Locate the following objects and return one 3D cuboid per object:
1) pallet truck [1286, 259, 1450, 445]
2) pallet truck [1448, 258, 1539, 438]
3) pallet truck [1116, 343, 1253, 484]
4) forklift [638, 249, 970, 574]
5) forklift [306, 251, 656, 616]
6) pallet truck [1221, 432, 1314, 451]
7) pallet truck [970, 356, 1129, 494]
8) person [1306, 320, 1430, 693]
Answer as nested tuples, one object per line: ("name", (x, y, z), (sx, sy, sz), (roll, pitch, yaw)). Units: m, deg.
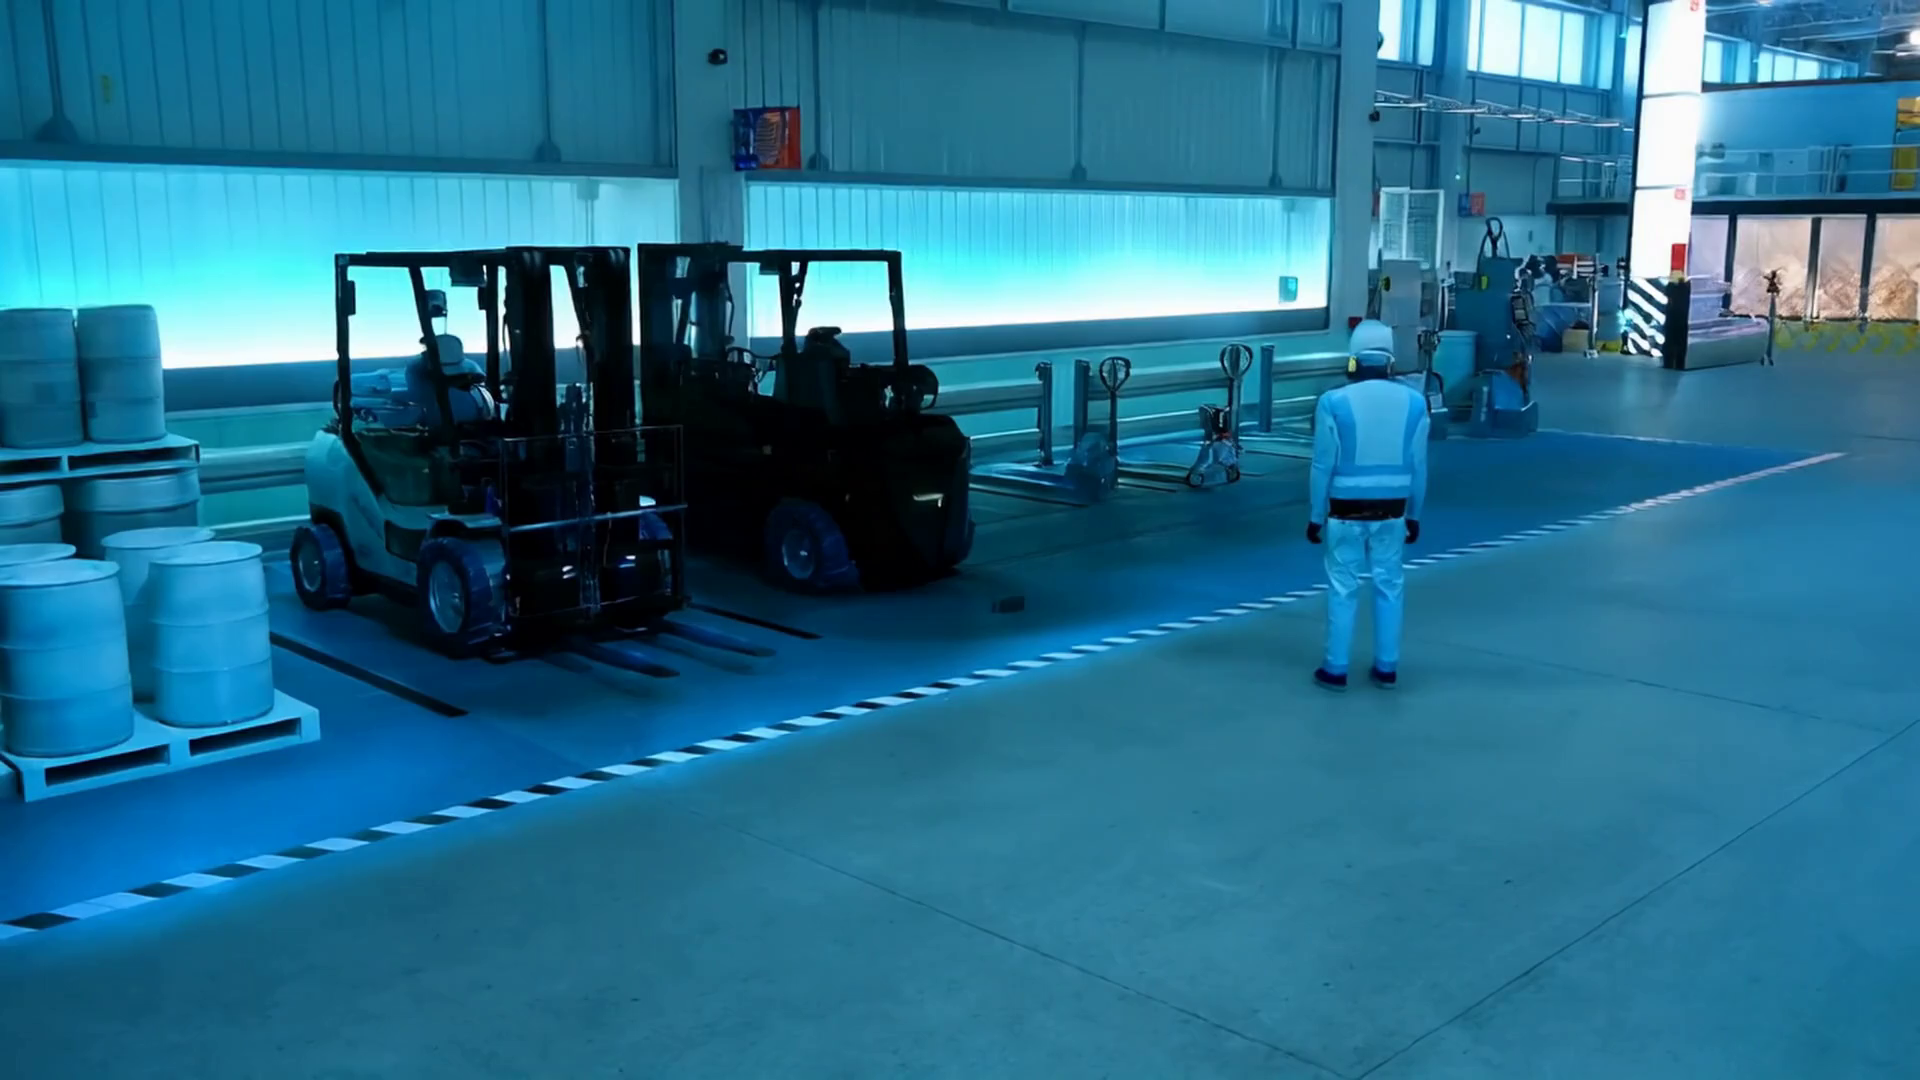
("pallet truck", (4.493, -2.078, 18.196), (0.823, 1.965, 1.885), (-9, 14, -40))
("pallet truck", (5.704, -2.208, 18.901), (1.885, 1.965, 0.823), (10, 14, 43))
("pallet truck", (1.962, -1.215, 15.415), (1.522, 1.261, 0.704), (10, 14, 43))
("forklift", (-1.173, -0.958, 11.239), (2.680, 1.987, 1.157), (10, 14, 43))
("forklift", (-2.833, -0.669, 9.694), (1.157, 1.987, 2.680), (-10, 14, -44))
("pallet truck", (3.563, -1.581, 17.381), (0.653, 1.274, 1.630), (-10, 14, -44))
("pallet truck", (0.784, -1.085, 14.876), (0.680, 1.201, 1.601), (-10, 14, -44))
("person", (1.985, -0.158, 8.174), (0.600, 1.831, 0.404), (-2, 11, -9))
